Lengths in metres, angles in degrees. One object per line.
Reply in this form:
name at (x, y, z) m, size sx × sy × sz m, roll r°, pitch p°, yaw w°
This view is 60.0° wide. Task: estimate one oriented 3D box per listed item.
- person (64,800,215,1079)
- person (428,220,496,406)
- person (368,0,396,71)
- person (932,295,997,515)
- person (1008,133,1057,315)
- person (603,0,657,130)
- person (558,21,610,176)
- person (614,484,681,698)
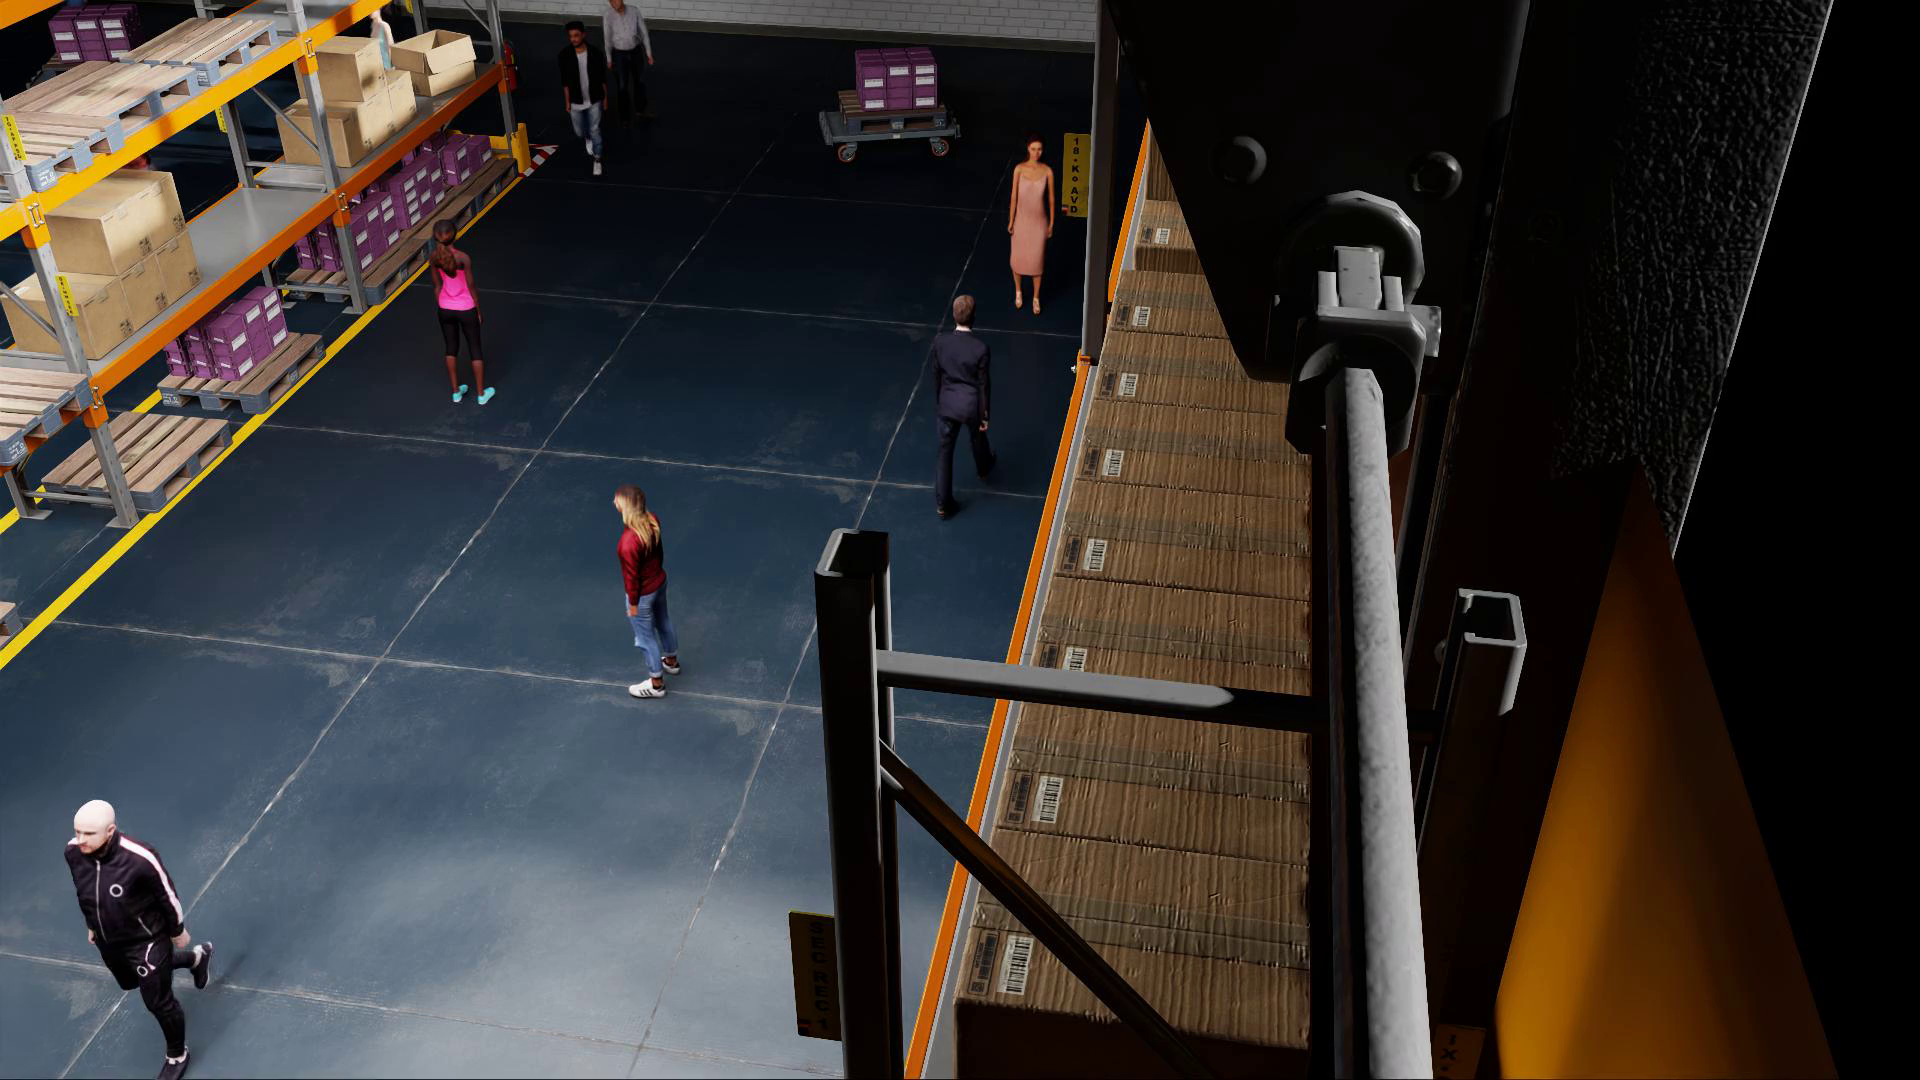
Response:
person at (-4.234, 1.995, 8.665) m, size 0.732 × 1.816 × 1.042 m, roll 8°, pitch 34°, yaw 12°
person at (-4.473, -2.027, 14.804) m, size 0.532 × 1.718 × 0.525 m, roll 6°, pitch 34°, yaw 8°
person at (-6.925, -5.754, 20.383) m, size 0.841 × 1.750 × 0.963 m, roll 27°, pitch 42°, yaw 35°
person at (-0.032, -1.039, 13.275) m, size 0.787 × 1.766 × 1.195 m, roll 11°, pitch 35°, yaw 16°
person at (0.690, -3.121, 16.351) m, size 0.606 × 1.829 × 0.536 m, roll 5°, pitch 34°, yaw 7°
person at (-4.197, -6.119, 20.921) m, size 1.003 × 1.762 × 1.092 m, roll -20°, pitch 39°, yaw -27°
person at (-4.406, -5.253, 19.597) m, size 0.865 × 1.786 × 1.080 m, roll -4°, pitch 34°, yaw -6°
person at (-2.139, 0.327, 11.341) m, size 0.665 × 1.631 × 0.463 m, roll 9°, pitch 35°, yaw 13°
